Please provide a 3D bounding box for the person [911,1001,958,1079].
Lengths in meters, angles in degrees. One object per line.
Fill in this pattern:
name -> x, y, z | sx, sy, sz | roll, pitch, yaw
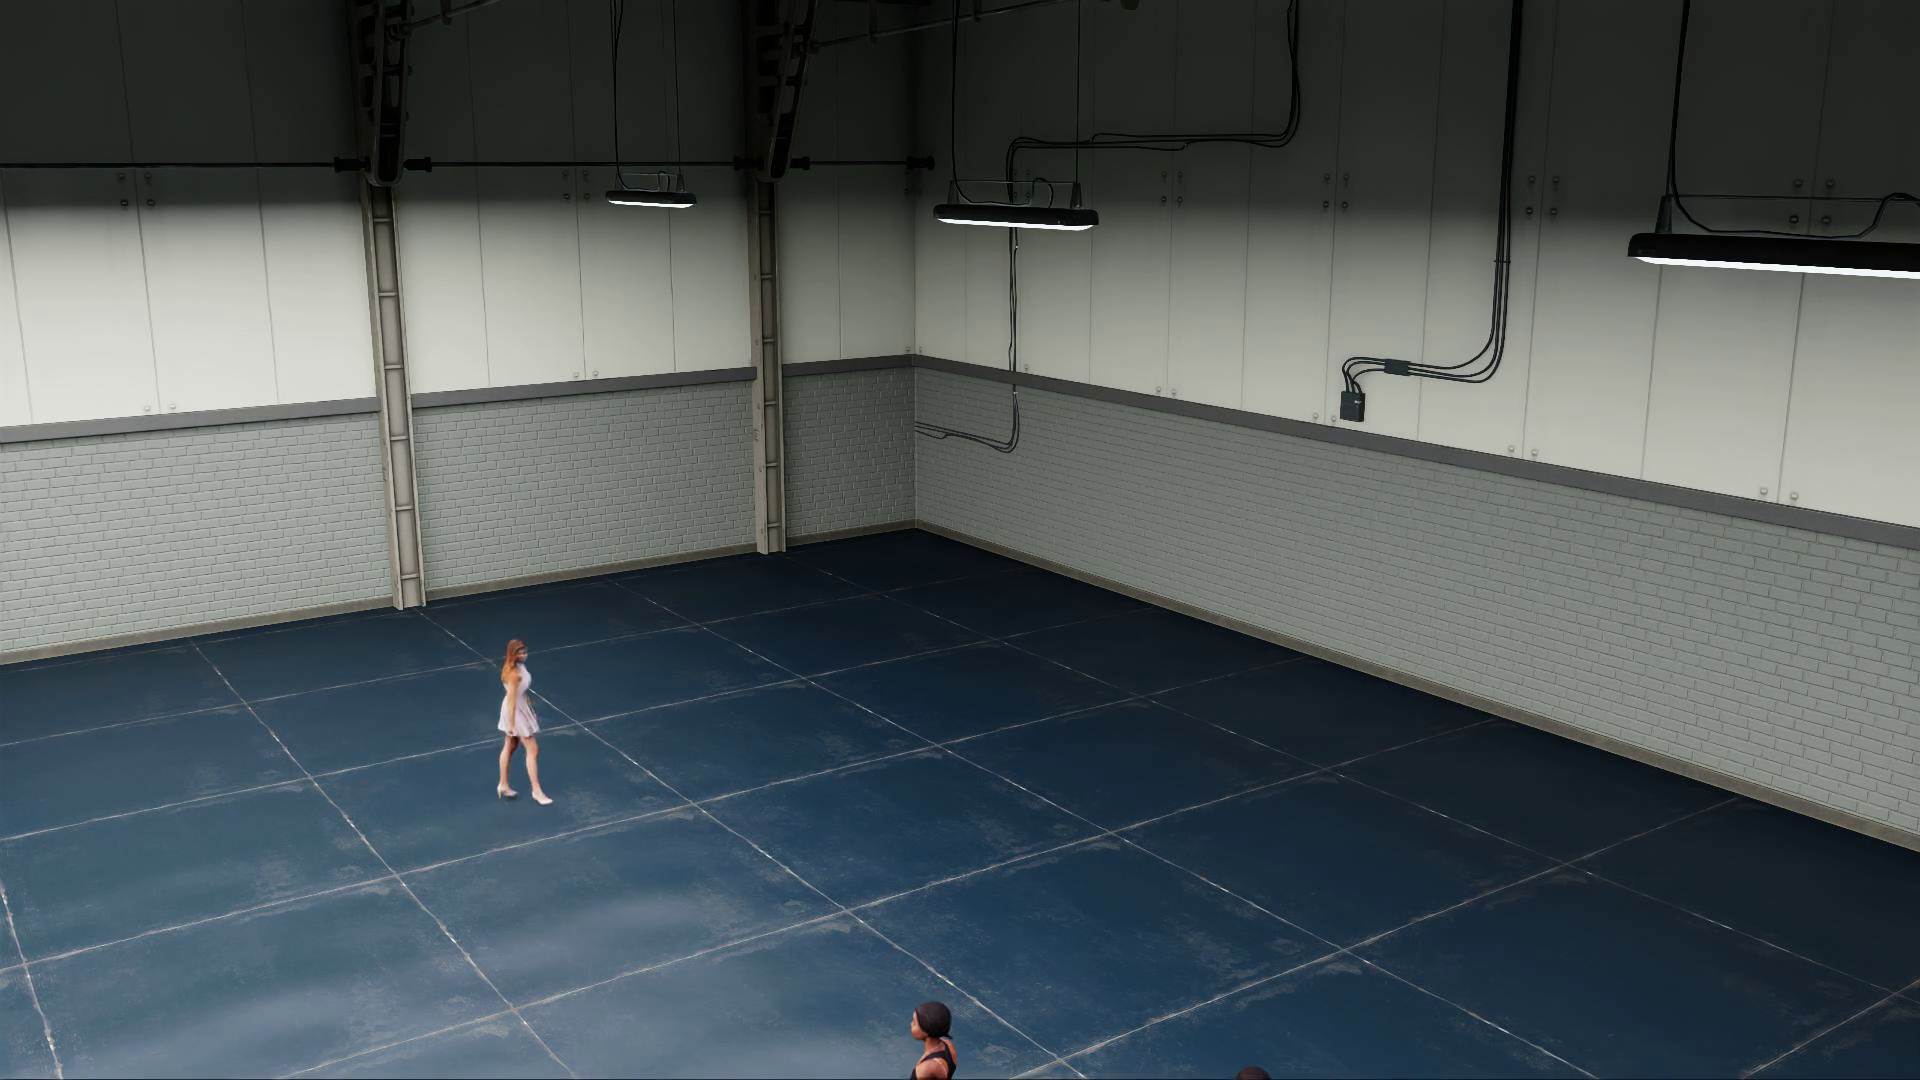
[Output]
person -> -0.133, 3.476, 9.703 | 0.715, 1.698, 0.625 | 5, 14, 20

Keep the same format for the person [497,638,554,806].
person -> -4.521, 1.820, 16.767 | 0.947, 1.738, 0.853 | -5, 14, -20
